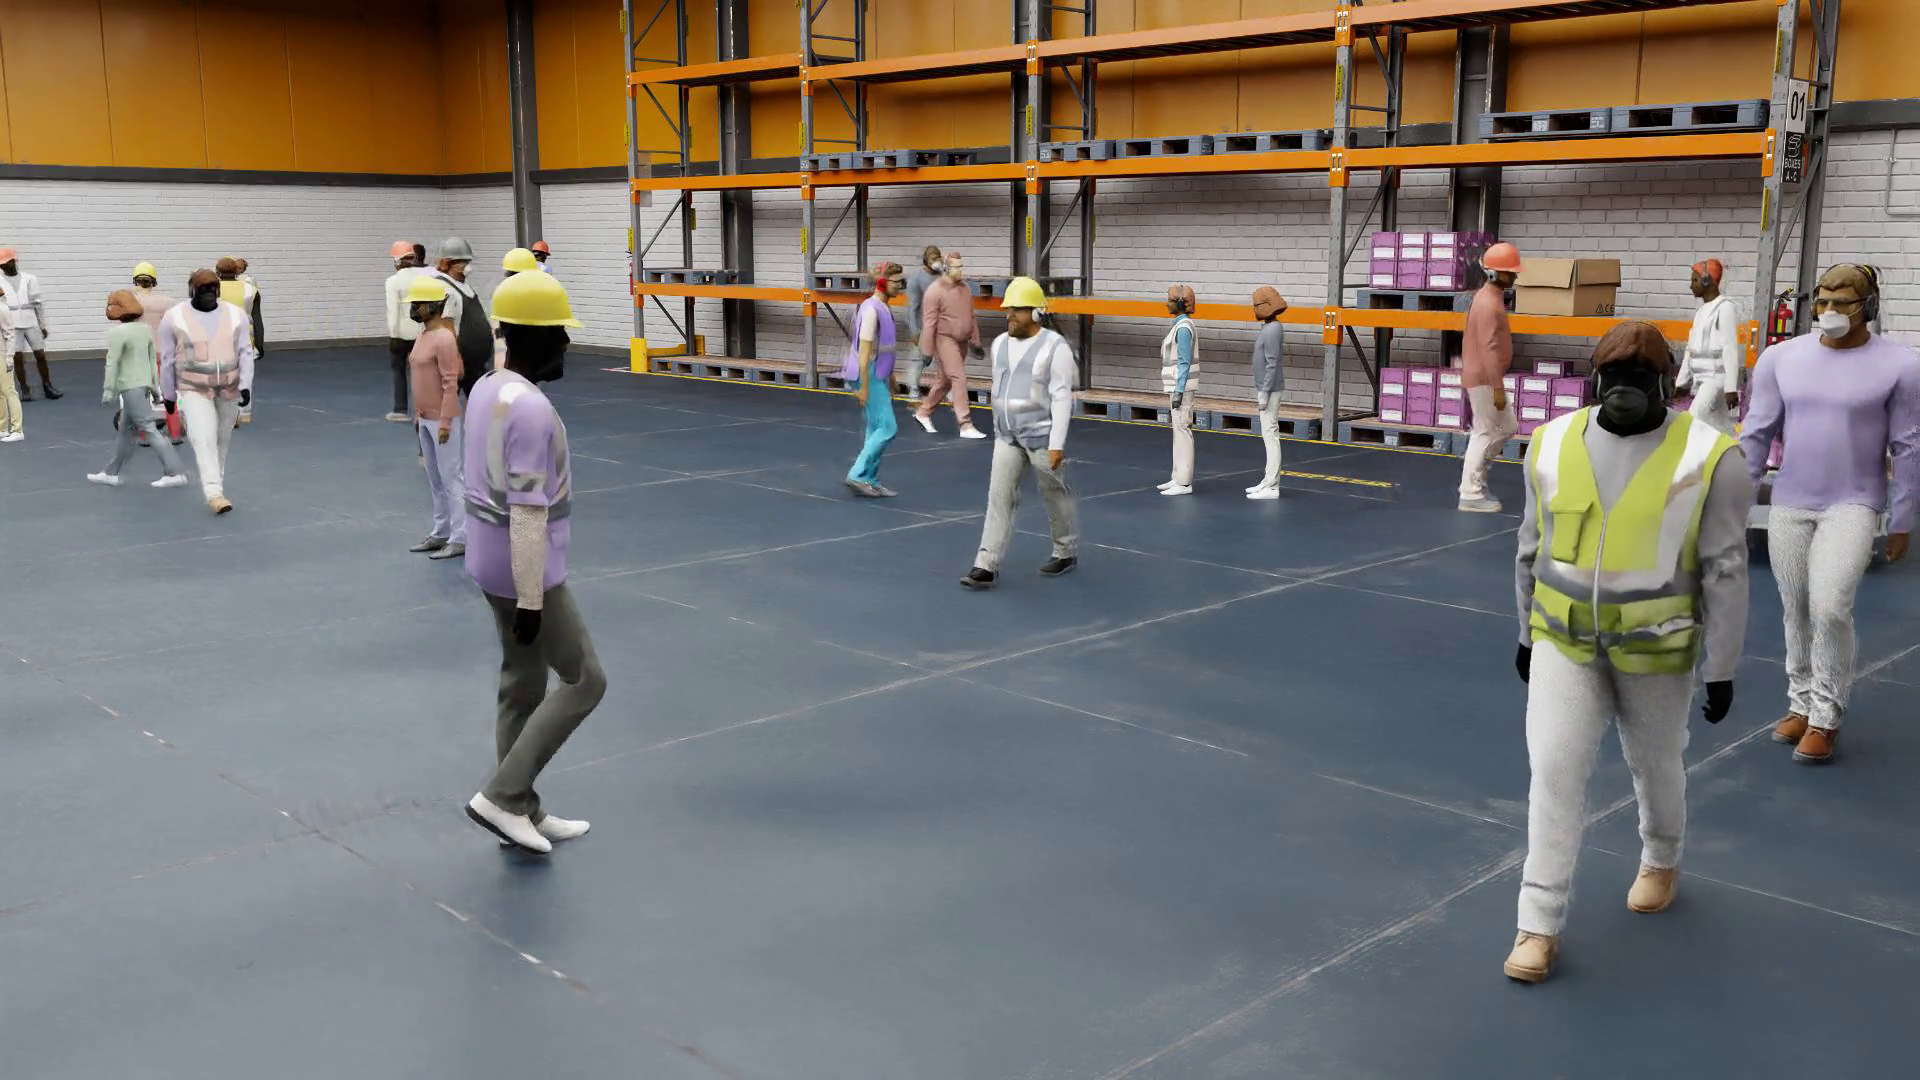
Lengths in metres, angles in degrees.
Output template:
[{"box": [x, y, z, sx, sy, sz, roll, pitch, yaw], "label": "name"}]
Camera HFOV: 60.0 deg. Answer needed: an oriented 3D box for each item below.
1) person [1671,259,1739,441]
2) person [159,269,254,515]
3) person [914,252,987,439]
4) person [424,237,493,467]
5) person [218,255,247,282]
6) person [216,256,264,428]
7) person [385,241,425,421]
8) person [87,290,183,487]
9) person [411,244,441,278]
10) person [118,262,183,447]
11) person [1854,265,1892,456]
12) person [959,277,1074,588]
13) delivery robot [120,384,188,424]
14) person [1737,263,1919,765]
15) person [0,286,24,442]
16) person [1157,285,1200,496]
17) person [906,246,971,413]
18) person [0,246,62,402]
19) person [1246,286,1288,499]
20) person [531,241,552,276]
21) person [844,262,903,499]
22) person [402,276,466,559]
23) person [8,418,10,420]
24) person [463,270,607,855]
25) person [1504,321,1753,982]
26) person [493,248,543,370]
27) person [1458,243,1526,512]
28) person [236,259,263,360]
[{"box": [5.577, -1.186, 12.567, 0.989, 1.834, 0.600, 1, 10, 7], "label": "person"}, {"box": [-5.522, -1.099, 12.275, 0.611, 1.786, 0.982, -8, 13, -38], "label": "person"}, {"box": [-0.129, -1.970, 16.773, 0.965, 1.865, 0.638, 7, 12, 32], "label": "person"}, {"box": [-4.249, -1.629, 14.427, 0.978, 2.000, 0.707, 1, 10, 4], "label": "person"}, {"box": [-10.468, -3.224, 23.943, 0.503, 1.731, 0.379, -1, 10, -5], "label": "person"}, {"box": [-7.726, -2.098, 17.645, 0.640, 1.809, 0.927, -5, 12, -26], "label": "person"}, {"box": [-5.920, -2.254, 18.035, 0.837, 1.970, 0.631, 6, 12, 29], "label": "person"}, {"box": [-6.686, -1.212, 13.381, 0.847, 1.582, 0.515, 1, 10, 4], "label": "person"}, {"box": [-7.449, -3.111, 22.914, 0.617, 1.885, 0.841, -7, 13, -34], "label": "person"}, {"box": [-7.774, -1.777, 15.986, 0.535, 1.767, 0.317, -6, 12, -29], "label": "person"}, {"box": [6.577, -1.101, 12.193, 0.982, 1.814, 0.611, 5, 12, 28], "label": "person"}, {"box": [0.374, -0.619, 9.625, 0.612, 1.783, 0.919, 8, 13, 39], "label": "person"}, {"box": [-8.139, -1.387, 16.909, 0.707, 0.478, 0.477, 2, 11, 8], "label": "delivery robot"}, {"box": [3.311, -0.098, 6.433, 0.702, 1.916, 0.644, -9, 13, -39], "label": "person"}, {"box": [-9.479, -1.779, 16.358, 0.507, 1.632, 0.268, 5, 12, 27], "label": "person"}, {"box": [1.719, -1.167, 13.004, 0.307, 1.641, 0.511, 1, 10, 4], "label": "person"}, {"box": [-0.275, -2.375, 18.886, 0.665, 1.892, 0.981, -8, 13, -38], "label": "person"}, {"box": [-11.400, -2.610, 20.188, 0.640, 1.889, 0.447, -9, 14, -41], "label": "person"}, {"box": [2.366, -1.133, 12.831, 0.279, 1.633, 0.499, 2, 11, 11], "label": "person"}, {"box": [-6.407, -3.599, 25.483, 0.542, 1.927, 0.380, 5, 11, 25], "label": "person"}, {"box": [-0.649, -1.206, 12.713, 0.439, 1.822, 0.608, 1, 10, 5], "label": "person"}, {"box": [-3.310, -0.766, 10.473, 0.308, 1.769, 0.524, -8, 13, -38], "label": "person"}, {"box": [-10.751, -2.228, 18.171, 0.727, 1.875, 0.402, 6, 12, 31], "label": "person"}, {"box": [-1.387, 0.090, 5.413, 0.409, 1.912, 0.586, -7, 12, -32], "label": "person"}, {"box": [1.889, 0.275, 4.723, 0.645, 1.802, 0.961, 8, 13, 36], "label": "person"}, {"box": [-3.278, -1.209, 12.448, 0.381, 1.924, 0.594, -6, 12, -28], "label": "person"}, {"box": [3.851, -1.154, 12.036, 0.451, 1.971, 0.625, 3, 11, 18], "label": "person"}, {"box": [-11.645, -3.736, 27.006, 0.515, 1.641, 0.315, 0, 10, -2], "label": "person"}]
